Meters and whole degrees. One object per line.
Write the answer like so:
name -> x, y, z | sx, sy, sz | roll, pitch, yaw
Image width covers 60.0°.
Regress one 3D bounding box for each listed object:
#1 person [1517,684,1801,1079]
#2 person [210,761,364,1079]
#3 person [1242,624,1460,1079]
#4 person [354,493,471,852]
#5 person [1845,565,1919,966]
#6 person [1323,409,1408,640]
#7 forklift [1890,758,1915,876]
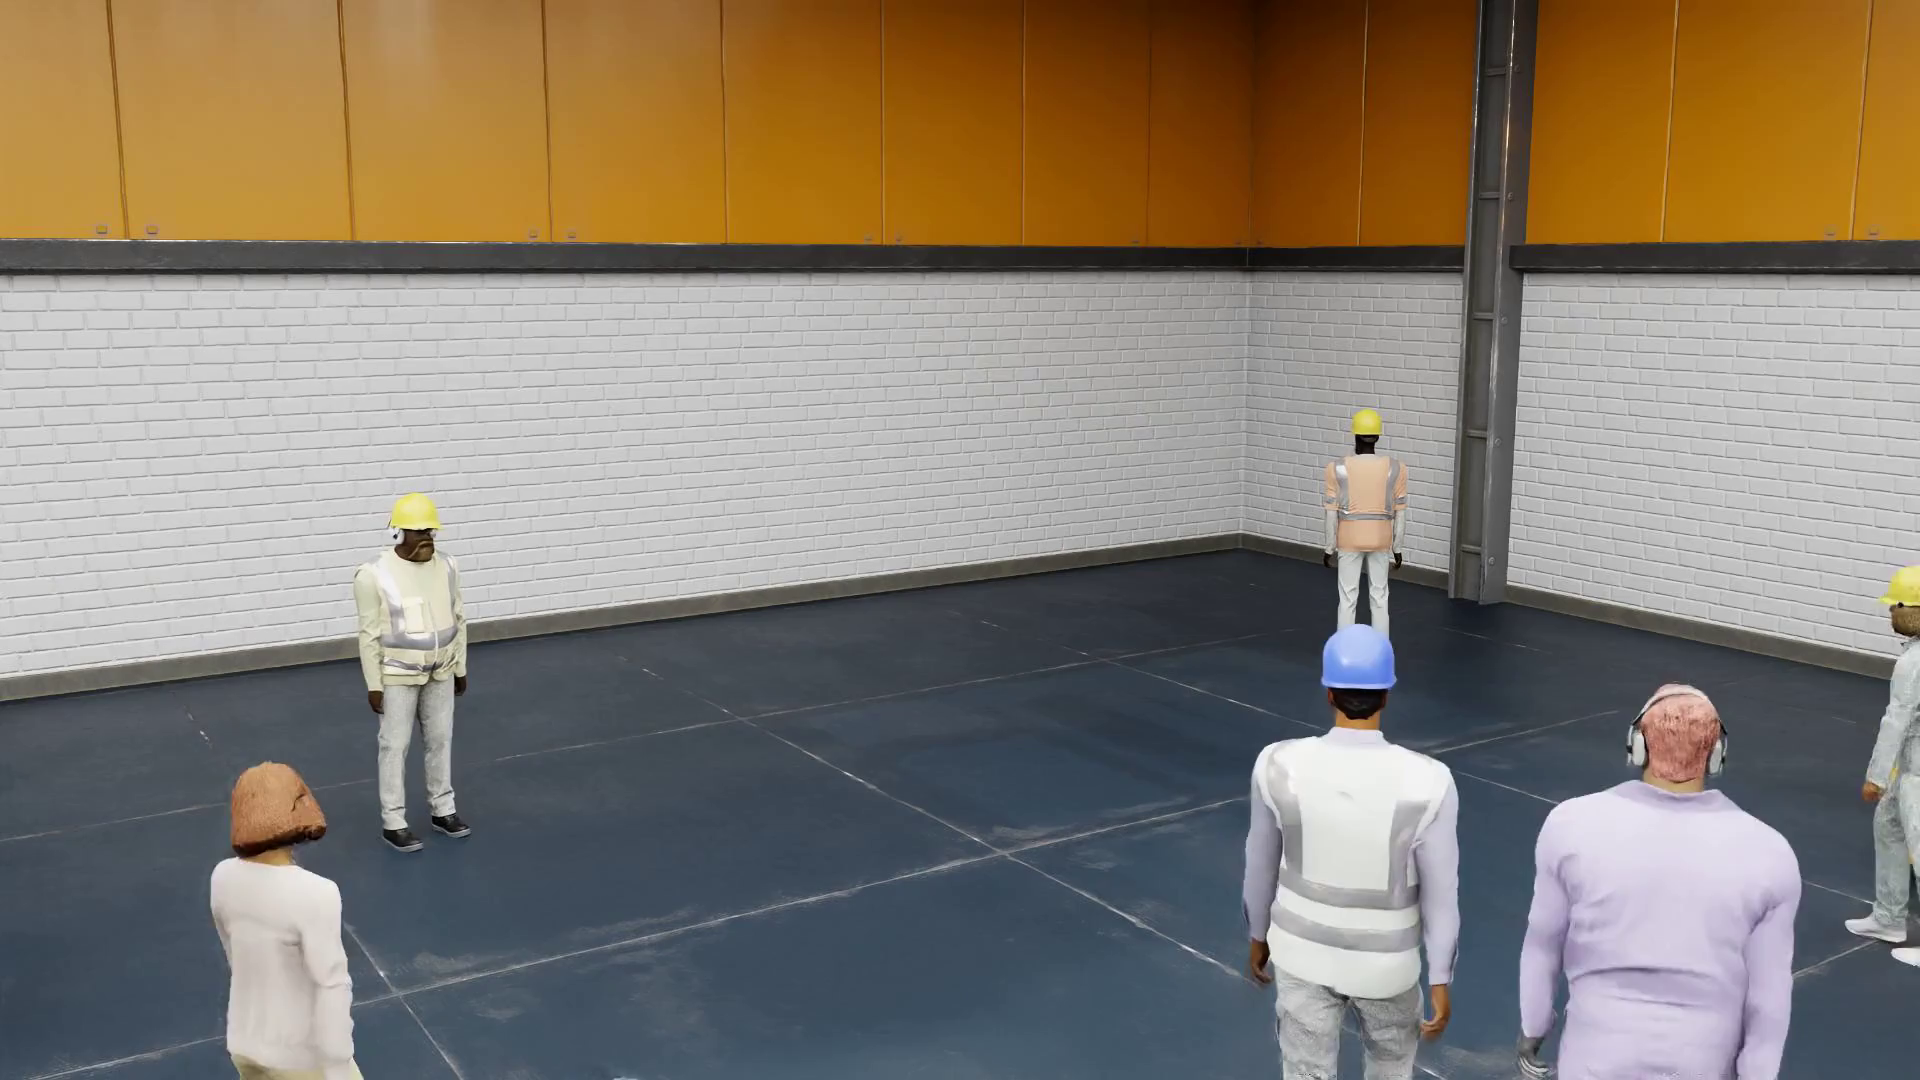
person -> 1.805, 1.318, 4.353 | 0.657, 1.880, 0.807 | 3, 10, 17
person -> -1.802, 1.389, 4.693 | 0.523, 1.608, 0.591 | 5, 11, 27
person -> 1.168, 1.190, 4.967 | 0.641, 1.927, 0.607 | 4, 10, 21
person -> -2.765, 0.662, 8.482 | 0.403, 1.825, 0.595 | 8, 12, 40
person -> 3.980, 0.949, 7.027 | 0.505, 1.713, 0.657 | -8, 12, -39
person -> 2.915, 0.020, 12.020 | 0.587, 1.930, 0.361 | 1, 9, 5
forklift -> 5.511, 0.571, 7.906 | 2.313, 2.155, 1.214 | -6, 11, -33
